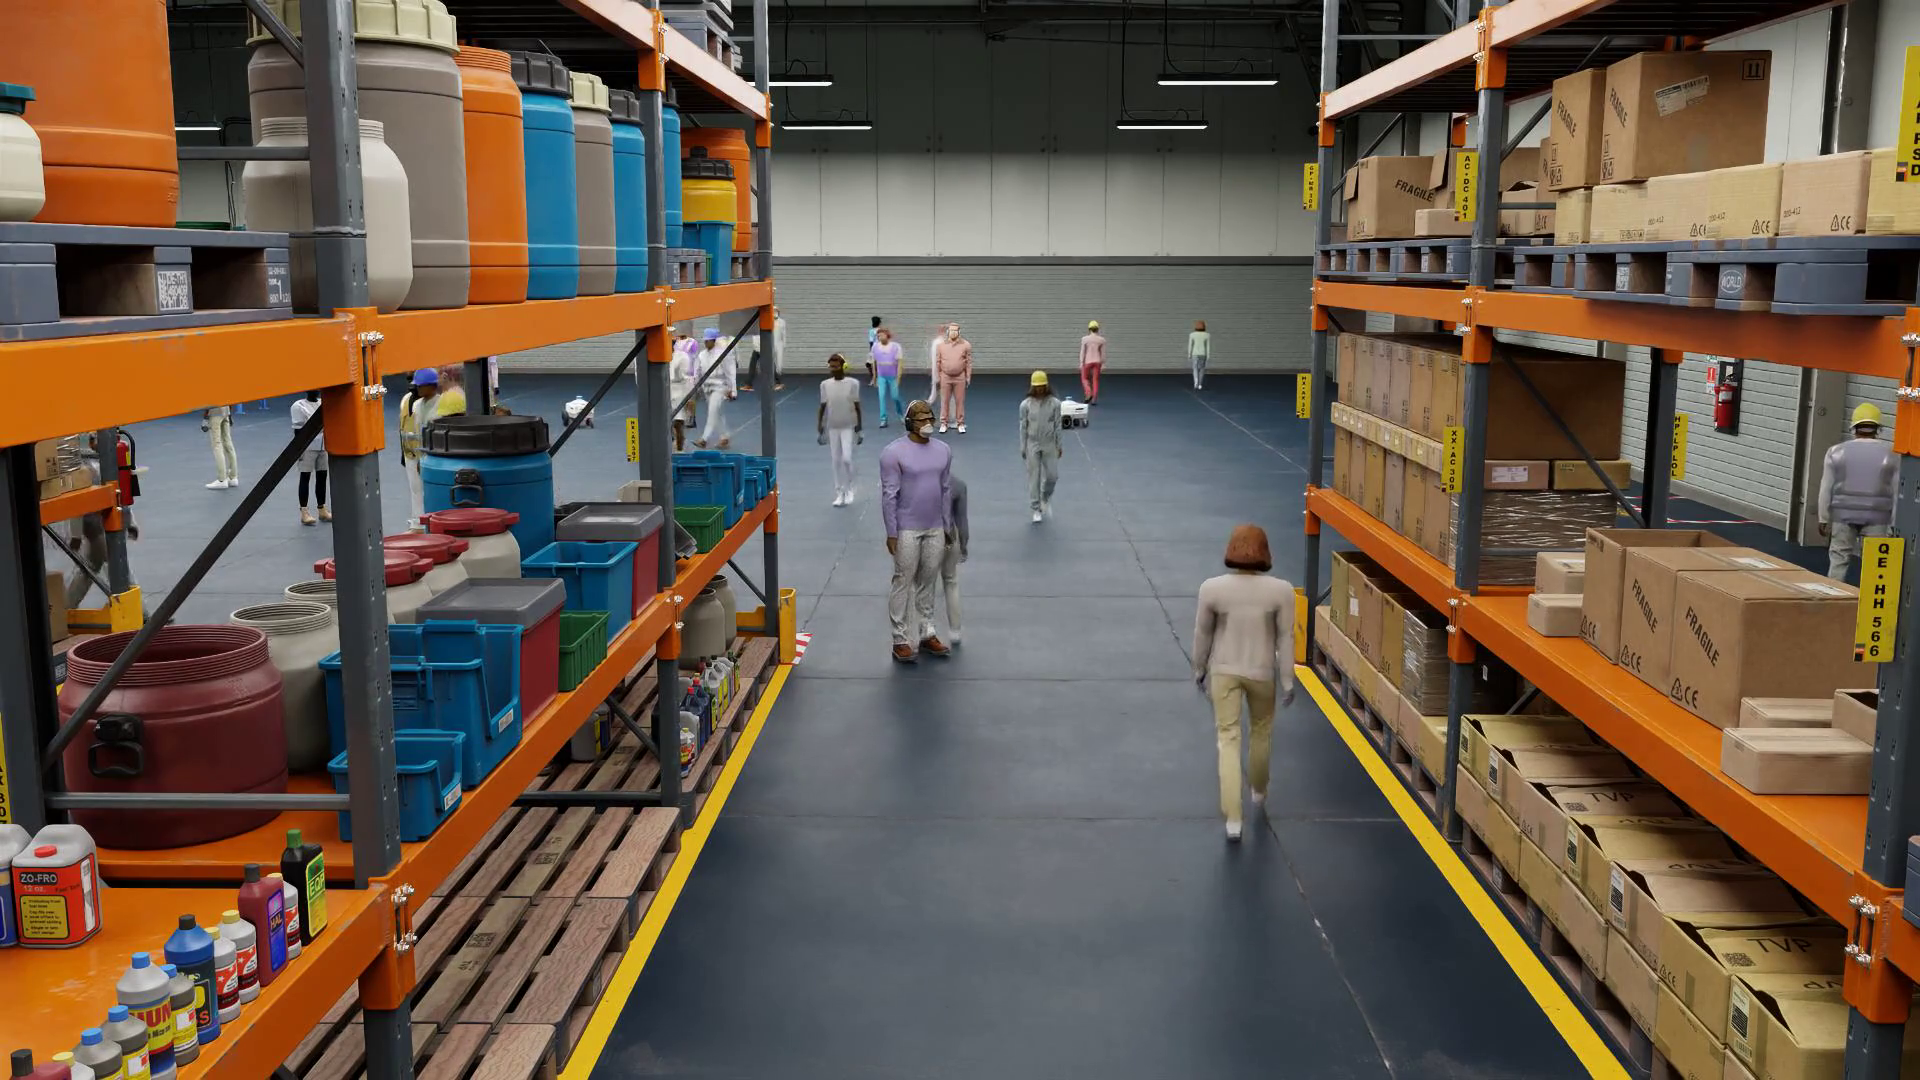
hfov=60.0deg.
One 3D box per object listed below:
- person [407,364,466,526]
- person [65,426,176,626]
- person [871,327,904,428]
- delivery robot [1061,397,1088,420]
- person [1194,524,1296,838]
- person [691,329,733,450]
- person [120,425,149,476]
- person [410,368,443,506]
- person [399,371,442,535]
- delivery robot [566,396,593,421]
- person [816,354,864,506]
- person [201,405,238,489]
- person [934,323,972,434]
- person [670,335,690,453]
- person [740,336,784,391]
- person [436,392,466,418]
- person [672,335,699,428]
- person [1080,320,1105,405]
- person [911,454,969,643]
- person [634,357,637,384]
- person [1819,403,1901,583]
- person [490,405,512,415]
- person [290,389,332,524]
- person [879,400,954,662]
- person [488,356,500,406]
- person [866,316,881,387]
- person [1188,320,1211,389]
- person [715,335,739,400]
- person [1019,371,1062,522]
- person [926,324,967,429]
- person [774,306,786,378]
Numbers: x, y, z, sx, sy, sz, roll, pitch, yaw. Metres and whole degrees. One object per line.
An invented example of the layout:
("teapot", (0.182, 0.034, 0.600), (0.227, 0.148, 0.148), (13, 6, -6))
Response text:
("person", (-5.676, -1.068, 18.648), (1.010, 1.851, 0.654), (-3, 10, -16))
("person", (-6.857, -0.137, 13.289), (0.976, 1.772, 0.623), (-1, 10, -6))
("person", (-1.279, -2.951, 30.026), (0.579, 1.813, 0.677), (2, 10, 13))
("delivery robot", (1.949, -2.328, 29.881), (0.707, 0.478, 0.477), (-7, 12, -34))
("person", (1.498, 0.699, 8.760), (0.526, 1.589, 0.817), (2, 10, 12))
("person", (-3.966, -2.366, 26.214), (0.647, 1.899, 0.988), (7, 12, 36))
("person", (-11.698, -1.728, 22.834), (0.995, 1.765, 0.657), (0, 9, -1))
("person", (-5.251, -0.816, 16.861), (0.624, 1.927, 0.638), (6, 11, 34))
("person", (-5.716, -0.910, 17.689), (0.619, 1.845, 0.430), (5, 11, 27))
("delivery robot", (-6.888, -2.365, 30.098), (0.477, 0.478, 0.707), (-5, 11, -27))
("person", (-1.471, -1.330, 20.167), (0.576, 1.852, 0.472), (2, 10, 14))
("person", (-9.759, -1.615, 21.830), (0.329, 1.871, 0.513), (3, 10, 16))
("person", (-0.110, -2.798, 28.861), (0.677, 1.904, 0.478), (0, 9, 0))
("person", (-4.193, -2.086, 24.199), (0.624, 2.030, 0.471), (4, 10, 24))
("person", (-4.576, -4.441, 38.557), (1.044, 1.948, 0.629), (-6, 11, -32))
("person", (-4.191, -0.279, 13.795), (0.612, 1.880, 0.909), (4, 10, 25))
("person", (-4.963, -2.990, 29.867), (0.553, 1.933, 0.367), (4, 10, 23))
("person", (2.745, -3.685, 34.580), (0.542, 1.746, 0.470), (-2, 10, -12))
("person", (-0.176, 0.028, 12.733), (0.512, 1.616, 0.495), (-3, 10, -19))
("person", (-4.736, -2.275, 25.576), (0.542, 1.939, 0.362), (6, 11, 33))
("person", (7.267, -0.190, 13.427), (0.597, 1.827, 0.403), (5, 11, 30))
("person", (-3.588, -0.153, 13.172), (0.329, 1.839, 0.503), (0, 9, -2))
("person", (-7.347, -1.045, 18.929), (0.322, 1.697, 0.535), (6, 11, 31))
("person", (-0.305, -0.078, 12.421), (0.628, 1.940, 0.373), (-8, 12, -38))
("person", (-7.897, -2.604, 27.583), (0.588, 1.928, 0.383), (4, 10, 23))
("person", (-2.016, -4.461, 39.435), (0.437, 1.678, 0.548), (7, 11, 34))
("person", (5.575, -4.303, 38.696), (0.508, 1.608, 0.654), (1, 10, 7))
("person", (-4.975, -3.776, 35.576), (0.525, 1.601, 0.846), (-2, 10, -10))
("person", (0.928, -1.069, 18.988), (0.504, 1.723, 0.370), (-1, 10, -5))
("person", (-0.383, -2.916, 29.649), (0.846, 1.872, 0.648), (-4, 10, -21))
("person", (-4.562, -4.744, 40.447), (0.660, 1.913, 0.701), (-5, 11, -30))
